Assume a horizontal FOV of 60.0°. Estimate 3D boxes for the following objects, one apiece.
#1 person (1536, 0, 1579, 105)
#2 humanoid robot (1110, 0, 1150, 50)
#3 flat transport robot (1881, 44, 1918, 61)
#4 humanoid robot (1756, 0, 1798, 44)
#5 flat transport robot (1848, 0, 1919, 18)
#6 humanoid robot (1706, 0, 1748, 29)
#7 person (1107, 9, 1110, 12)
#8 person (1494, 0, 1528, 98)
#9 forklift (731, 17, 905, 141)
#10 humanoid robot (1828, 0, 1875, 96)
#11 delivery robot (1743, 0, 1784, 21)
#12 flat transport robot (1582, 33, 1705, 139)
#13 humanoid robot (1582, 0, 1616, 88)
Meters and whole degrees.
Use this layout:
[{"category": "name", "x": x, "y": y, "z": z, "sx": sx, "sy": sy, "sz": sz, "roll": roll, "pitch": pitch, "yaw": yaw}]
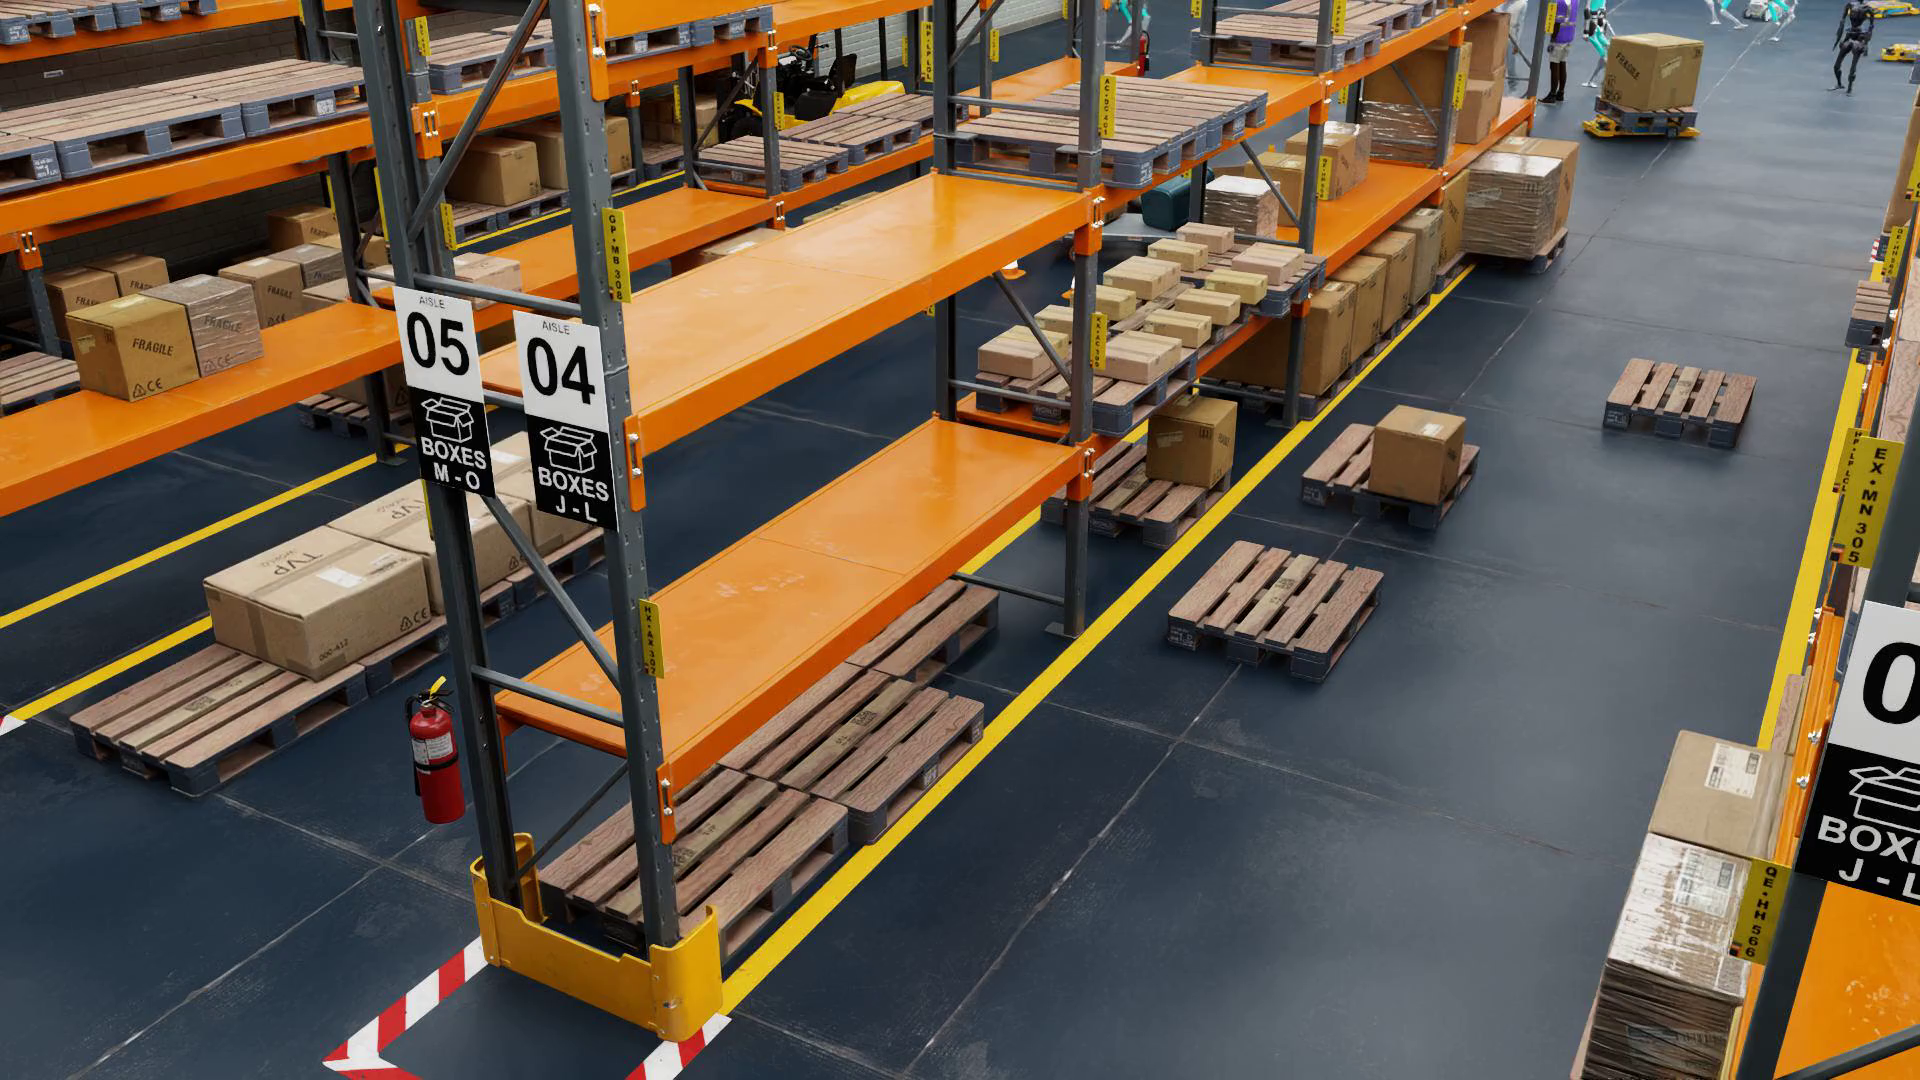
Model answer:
[{"category": "person", "x": 9.097, "y": -7.595, "z": 25.186, "sx": 0.371, "sy": 1.958, "sz": 0.596, "roll": 20, "pitch": 32, "yaw": 35}, {"category": "humanoid robot", "x": 3.161, "y": -9.611, "z": 29.654, "sx": 0.944, "sy": 1.770, "sz": 0.562, "roll": -11, "pitch": 28, "yaw": -21}, {"category": "flat transport robot", "x": 16.806, "y": -8.417, "z": 28.833, "sx": 1.431, "sy": 0.231, "sz": 0.659, "roll": 11, "pitch": 28, "yaw": 21}, {"category": "humanoid robot", "x": 14.871, "y": -9.819, "z": 30.075, "sx": 0.556, "sy": 1.807, "sz": 0.721, "roll": -20, "pitch": 32, "yaw": -35}, {"category": "flat transport robot", "x": 18.668, "y": -10.741, "z": 33.661, "sx": 1.431, "sy": 0.231, "sz": 0.659, "roll": -13, "pitch": 28, "yaw": -24}, {"category": "humanoid robot", "x": 14.633, "y": -10.579, "z": 31.628, "sx": 0.936, "sy": 1.761, "sz": 0.542, "roll": 3, "pitch": 26, "yaw": 6}, {"category": "person", "x": 2.735, "y": -11.147, "z": 32.640, "sx": 0.435, "sy": 1.886, "sz": 0.687, "roll": 0, "pitch": 26, "yaw": 0}, {"category": "person", "x": 8.282, "y": -7.592, "z": 25.261, "sx": 0.584, "sy": 1.879, "sz": 0.959, "roll": 20, "pitch": 32, "yaw": 35}, {"category": "forklift", "x": -1.819, "y": -5.975, "z": 21.543, "sx": 2.313, "sy": 2.155, "sz": 1.214, "roll": 14, "pitch": 29, "yaw": 26}, {"category": "humanoid robot", "x": 13.919, "y": -7.775, "z": 25.884, "sx": 0.407, "sy": 1.645, "sz": 0.610, "roll": -12, "pitch": 28, "yaw": -24}, {"category": "delivery robot", "x": 16.031, "y": -10.631, "z": 33.125, "sx": 0.792, "sy": 0.614, "sz": 0.499, "roll": -16, "pitch": 30, "yaw": -29}, {"category": "flat transport robot", "x": 9.636, "y": -5.868, "z": 23.535, "sx": 1.431, "sy": 0.231, "sz": 0.659, "roll": 0, "pitch": 26, "yaw": 0}, {"category": "humanoid robot", "x": 10.269, "y": -8.095, "z": 26.449, "sx": 0.558, "sy": 1.742, "sz": 0.846, "roll": -19, "pitch": 32, "yaw": -35}]
